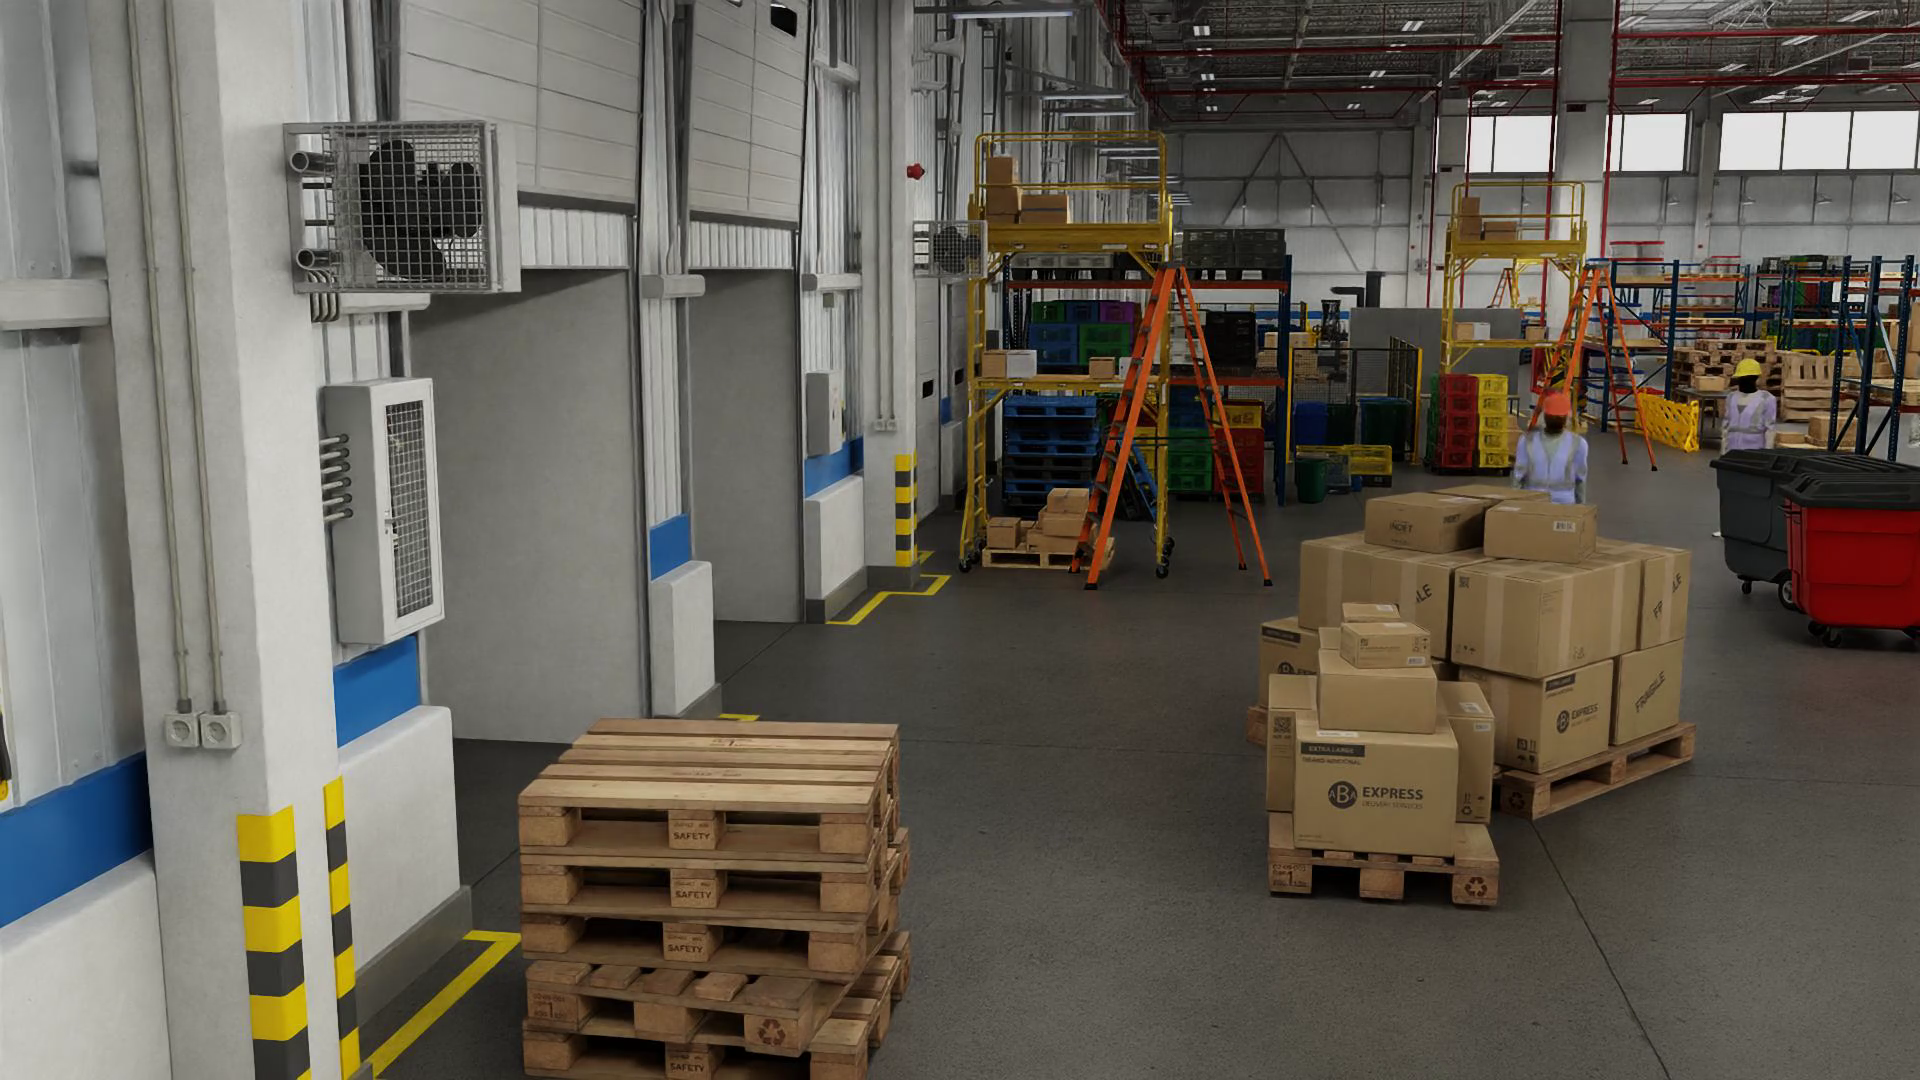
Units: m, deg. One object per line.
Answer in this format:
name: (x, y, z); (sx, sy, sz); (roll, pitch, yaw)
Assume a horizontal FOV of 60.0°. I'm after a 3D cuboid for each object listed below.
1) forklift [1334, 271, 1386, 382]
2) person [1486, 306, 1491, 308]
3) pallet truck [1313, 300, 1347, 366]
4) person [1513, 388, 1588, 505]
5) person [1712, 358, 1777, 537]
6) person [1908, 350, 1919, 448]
forklift: (10.436, -5.400, 42.069); (1.873, 2.768, 1.129); (1, 9, 9)
person: (17.315, -6.836, 54.563); (0.531, 1.697, 0.320); (-6, 11, -34)
pallet truck: (11.159, -6.200, 49.718); (0.823, 1.965, 1.885); (4, 10, 26)
person: (4.767, -0.278, 13.464); (0.556, 1.929, 0.668); (4, 10, 25)
person: (8.287, -0.949, 17.553); (0.388, 1.926, 0.590); (-5, 10, -26)
person: (15.499, -2.340, 26.732); (0.330, 1.735, 0.486); (5, 10, 28)
